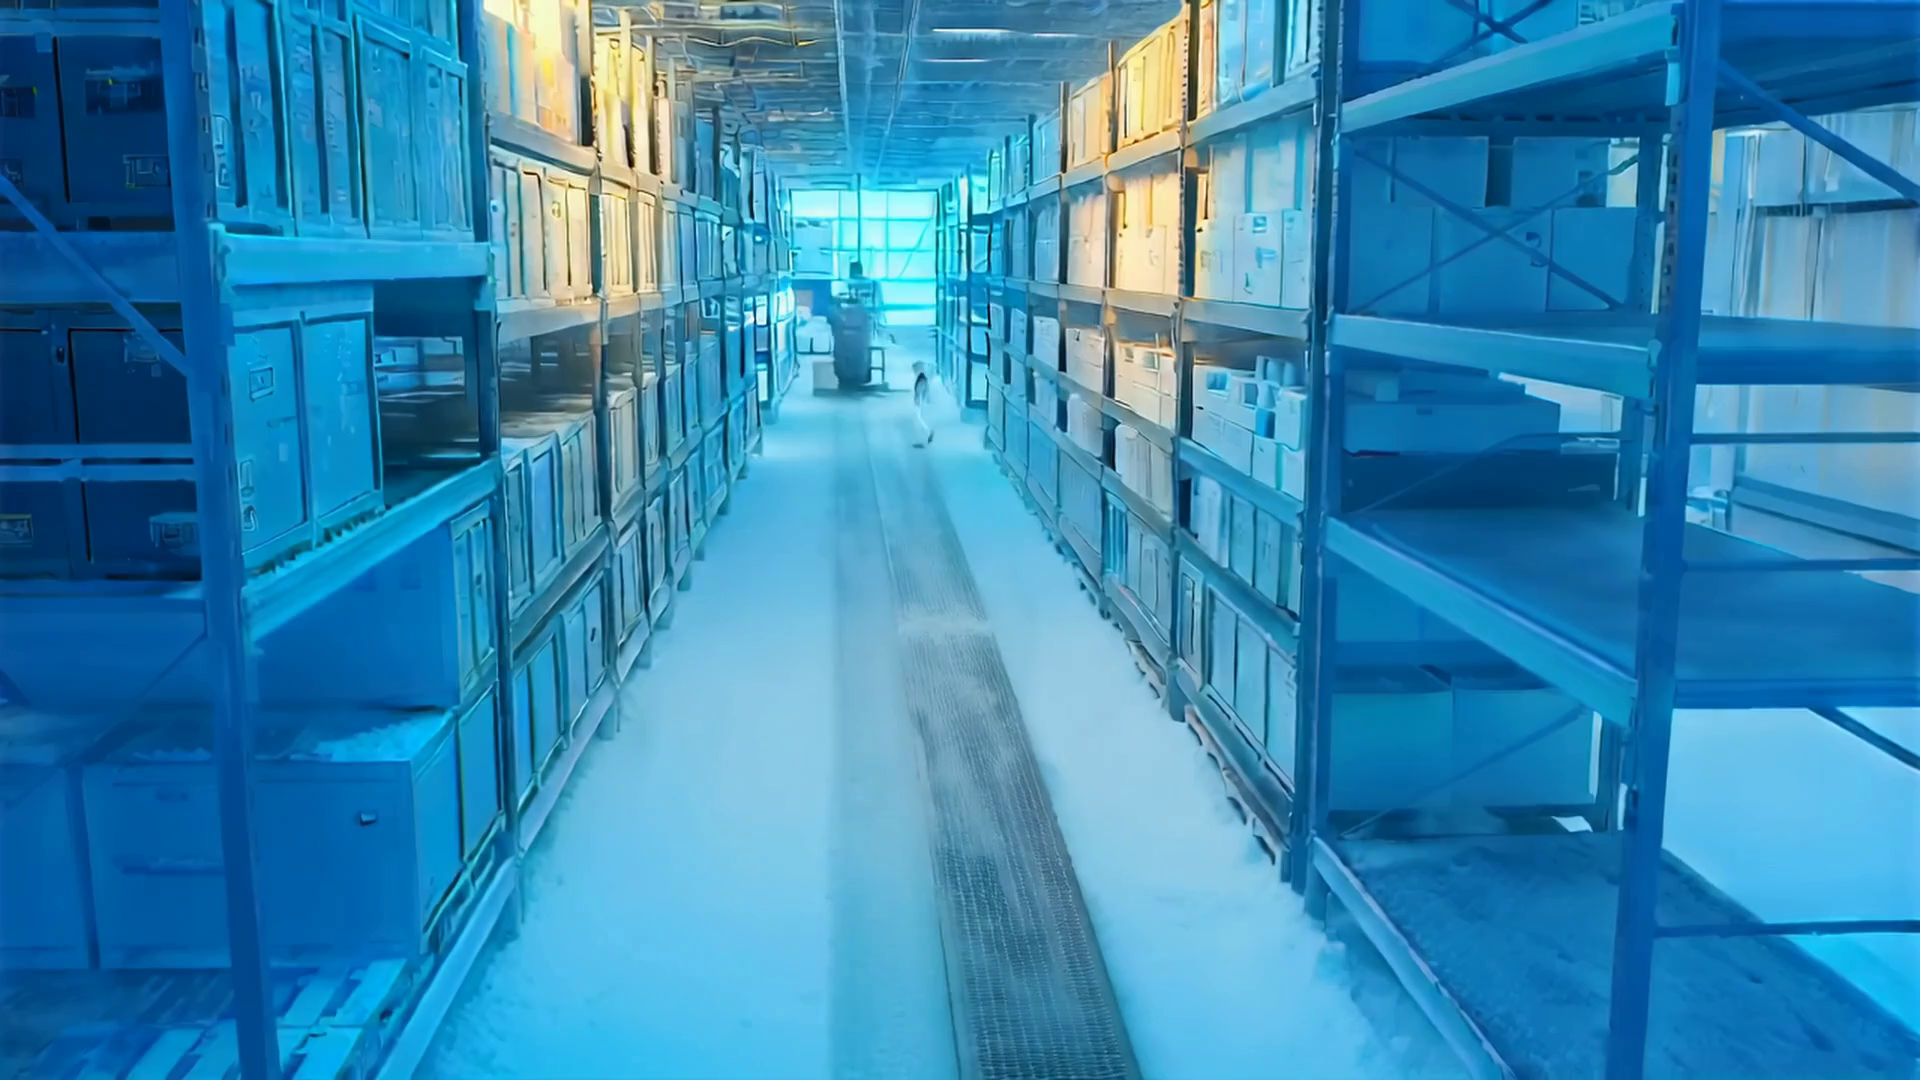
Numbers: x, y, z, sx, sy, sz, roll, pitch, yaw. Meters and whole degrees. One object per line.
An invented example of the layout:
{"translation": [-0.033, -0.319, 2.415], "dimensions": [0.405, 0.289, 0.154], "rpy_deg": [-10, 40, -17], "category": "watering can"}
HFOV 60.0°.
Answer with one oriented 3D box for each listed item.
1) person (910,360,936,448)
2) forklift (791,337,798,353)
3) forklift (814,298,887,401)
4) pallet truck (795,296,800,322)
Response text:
{"translation": [-0.792, -2.802, 34.352], "dimensions": [0.448, 1.830, 0.562], "rpy_deg": [-1, 10, -7], "category": "person"}
{"translation": [-6.850, -7.573, 59.707], "dimensions": [1.873, 2.768, 1.129], "rpy_deg": [-5, 11, -30], "category": "forklift"}
{"translation": [-3.107, -5.322, 46.255], "dimensions": [1.873, 2.768, 1.129], "rpy_deg": [8, 13, 41], "category": "forklift"}
{"translation": [-8.622, -12.439, 91.403], "dimensions": [1.885, 1.965, 0.823], "rpy_deg": [2, 10, 13], "category": "pallet truck"}
